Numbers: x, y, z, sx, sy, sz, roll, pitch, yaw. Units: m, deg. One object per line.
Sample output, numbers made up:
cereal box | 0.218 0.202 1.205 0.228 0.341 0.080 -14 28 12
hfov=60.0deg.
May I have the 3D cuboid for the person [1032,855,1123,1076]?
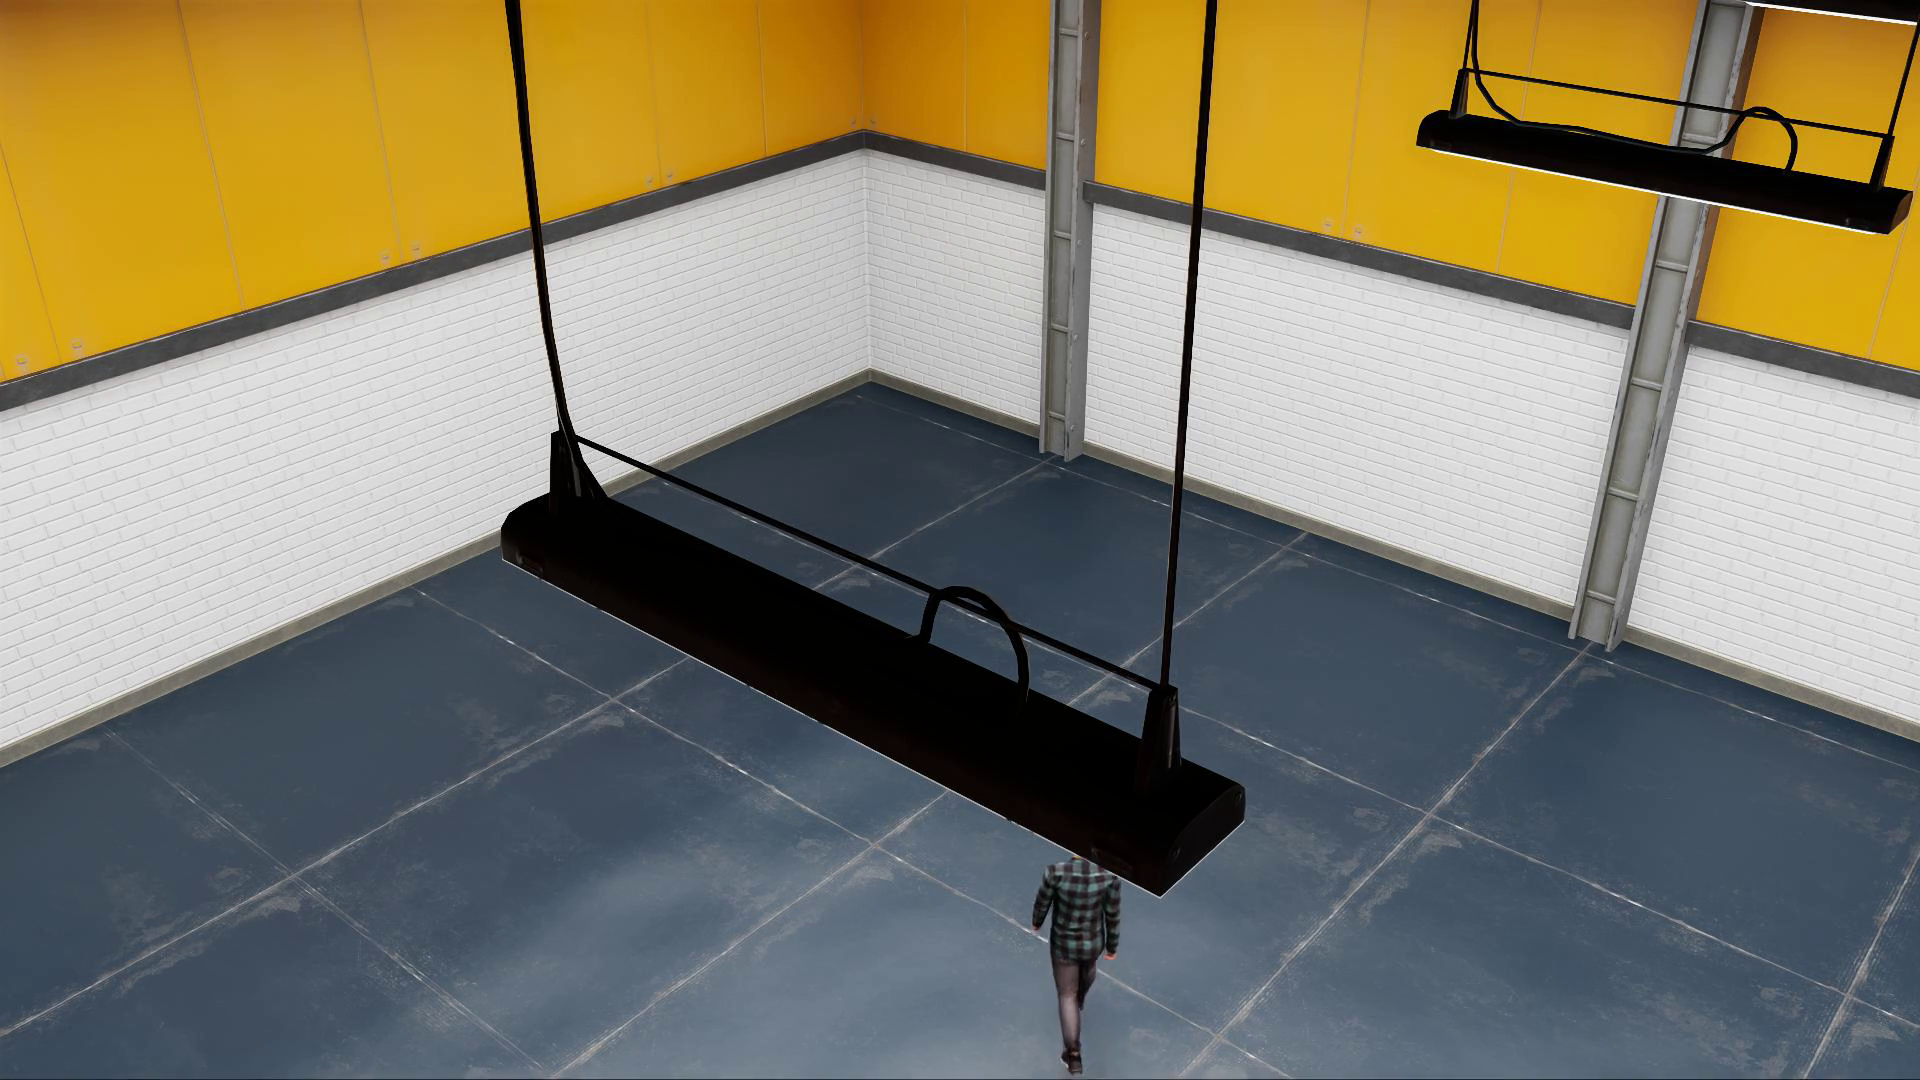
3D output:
person | 0.724 2.452 10.088 1.117 1.684 1.179 -3 29 -6
